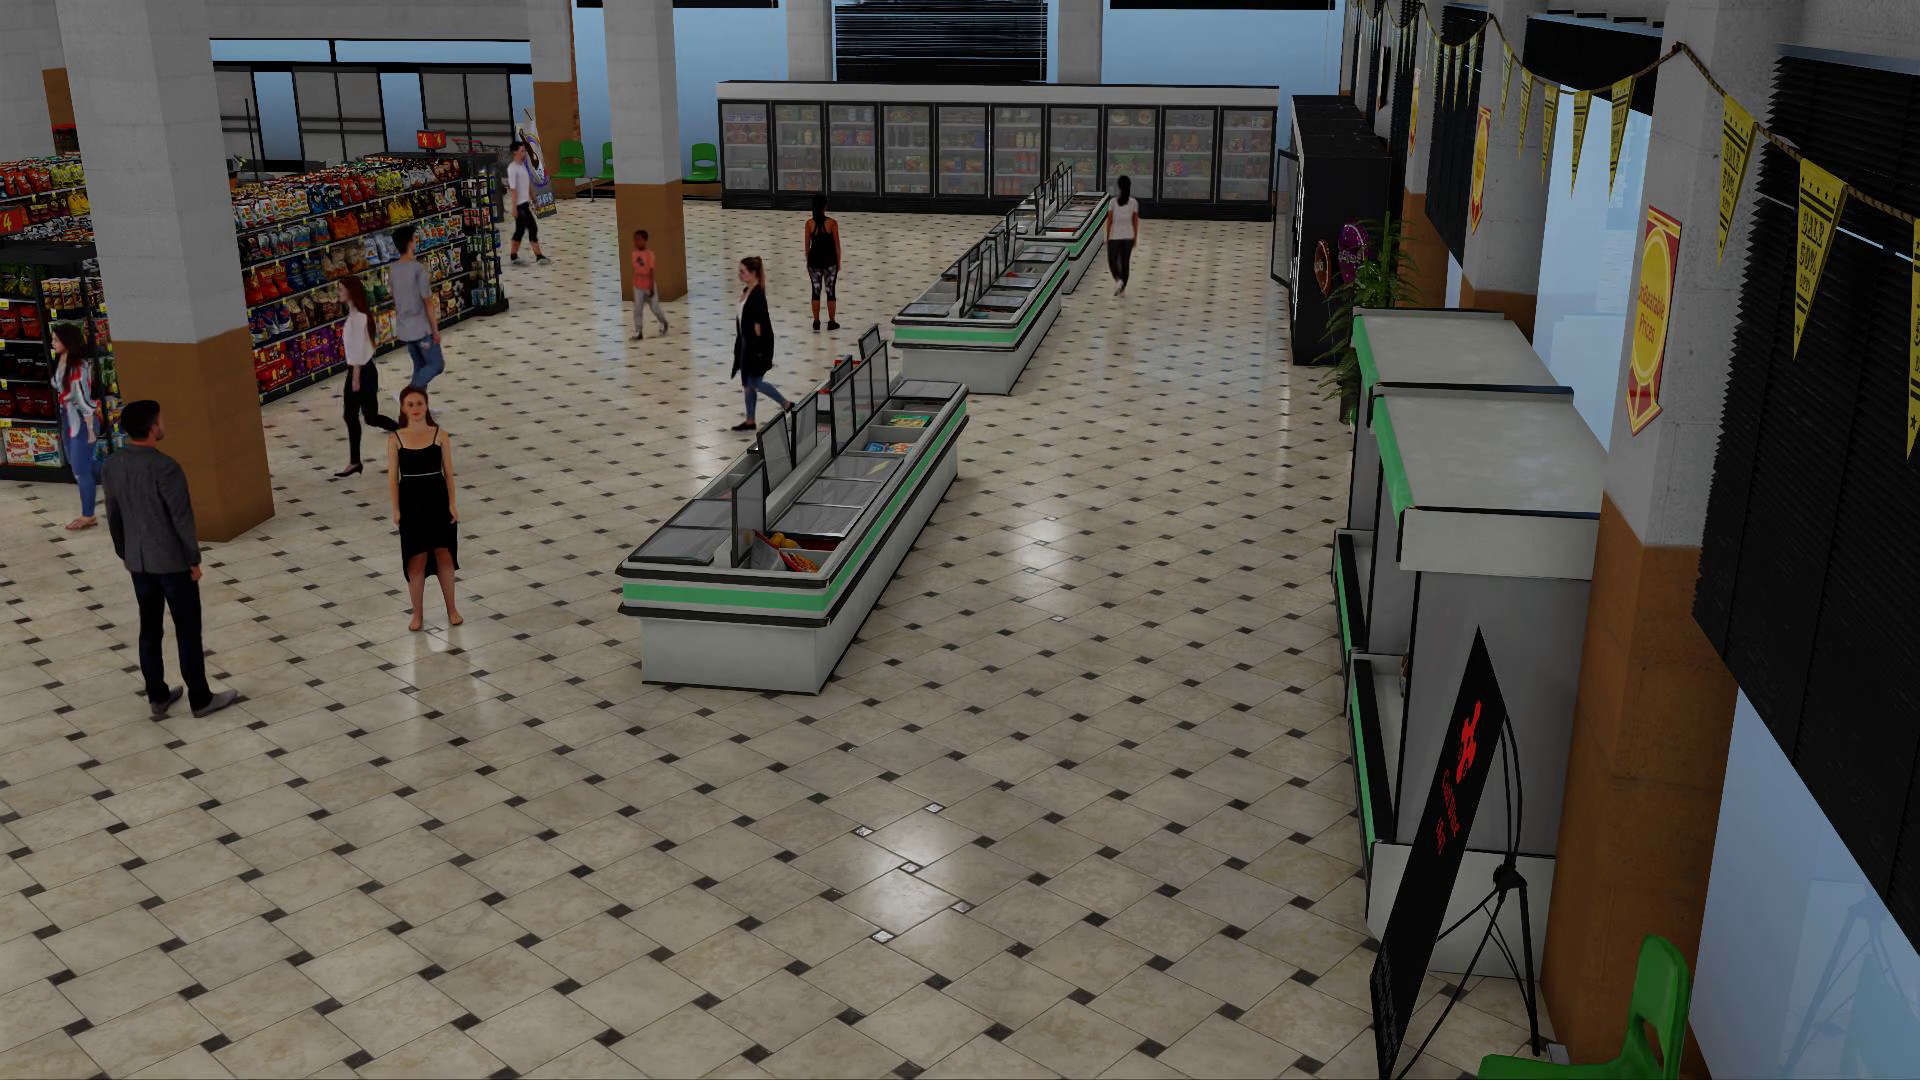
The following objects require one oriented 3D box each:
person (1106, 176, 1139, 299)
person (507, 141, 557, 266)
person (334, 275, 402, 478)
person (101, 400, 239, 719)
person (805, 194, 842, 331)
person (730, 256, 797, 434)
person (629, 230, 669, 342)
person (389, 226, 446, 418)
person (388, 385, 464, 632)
[{"bbox_3d":[2.172,-4.022,22.214,0.711,1.634,0.925,-2,19,-4],"label":"person"},{"bbox_3d":[-6.626,-4.995,24.794,0.838,1.829,0.961,0,19,0],"label":"person"},{"bbox_3d":[-5.010,-1.372,14.193,1.031,1.737,1.054,-8,20,-23],"label":"person"},{"bbox_3d":[-4.603,0.112,9.581,0.691,1.871,0.581,4,19,13],"label":"person"},{"bbox_3d":[-1.683,-3.410,20.355,0.598,1.662,0.520,2,19,5],"label":"person"},{"bbox_3d":[-1.844,-1.817,15.612,0.934,1.673,0.937,-7,20,-19],"label":"person"},{"bbox_3d":[-3.709,-3.035,19.809,0.597,1.300,0.923,7,20,20],"label":"person"},{"bbox_3d":[-5.270,-2.029,15.932,0.871,1.872,1.007,11,22,30],"label":"person"},{"bbox_3d":[-3.525,-0.225,10.966,0.672,1.625,0.714,-7,20,-20],"label":"person"}]
